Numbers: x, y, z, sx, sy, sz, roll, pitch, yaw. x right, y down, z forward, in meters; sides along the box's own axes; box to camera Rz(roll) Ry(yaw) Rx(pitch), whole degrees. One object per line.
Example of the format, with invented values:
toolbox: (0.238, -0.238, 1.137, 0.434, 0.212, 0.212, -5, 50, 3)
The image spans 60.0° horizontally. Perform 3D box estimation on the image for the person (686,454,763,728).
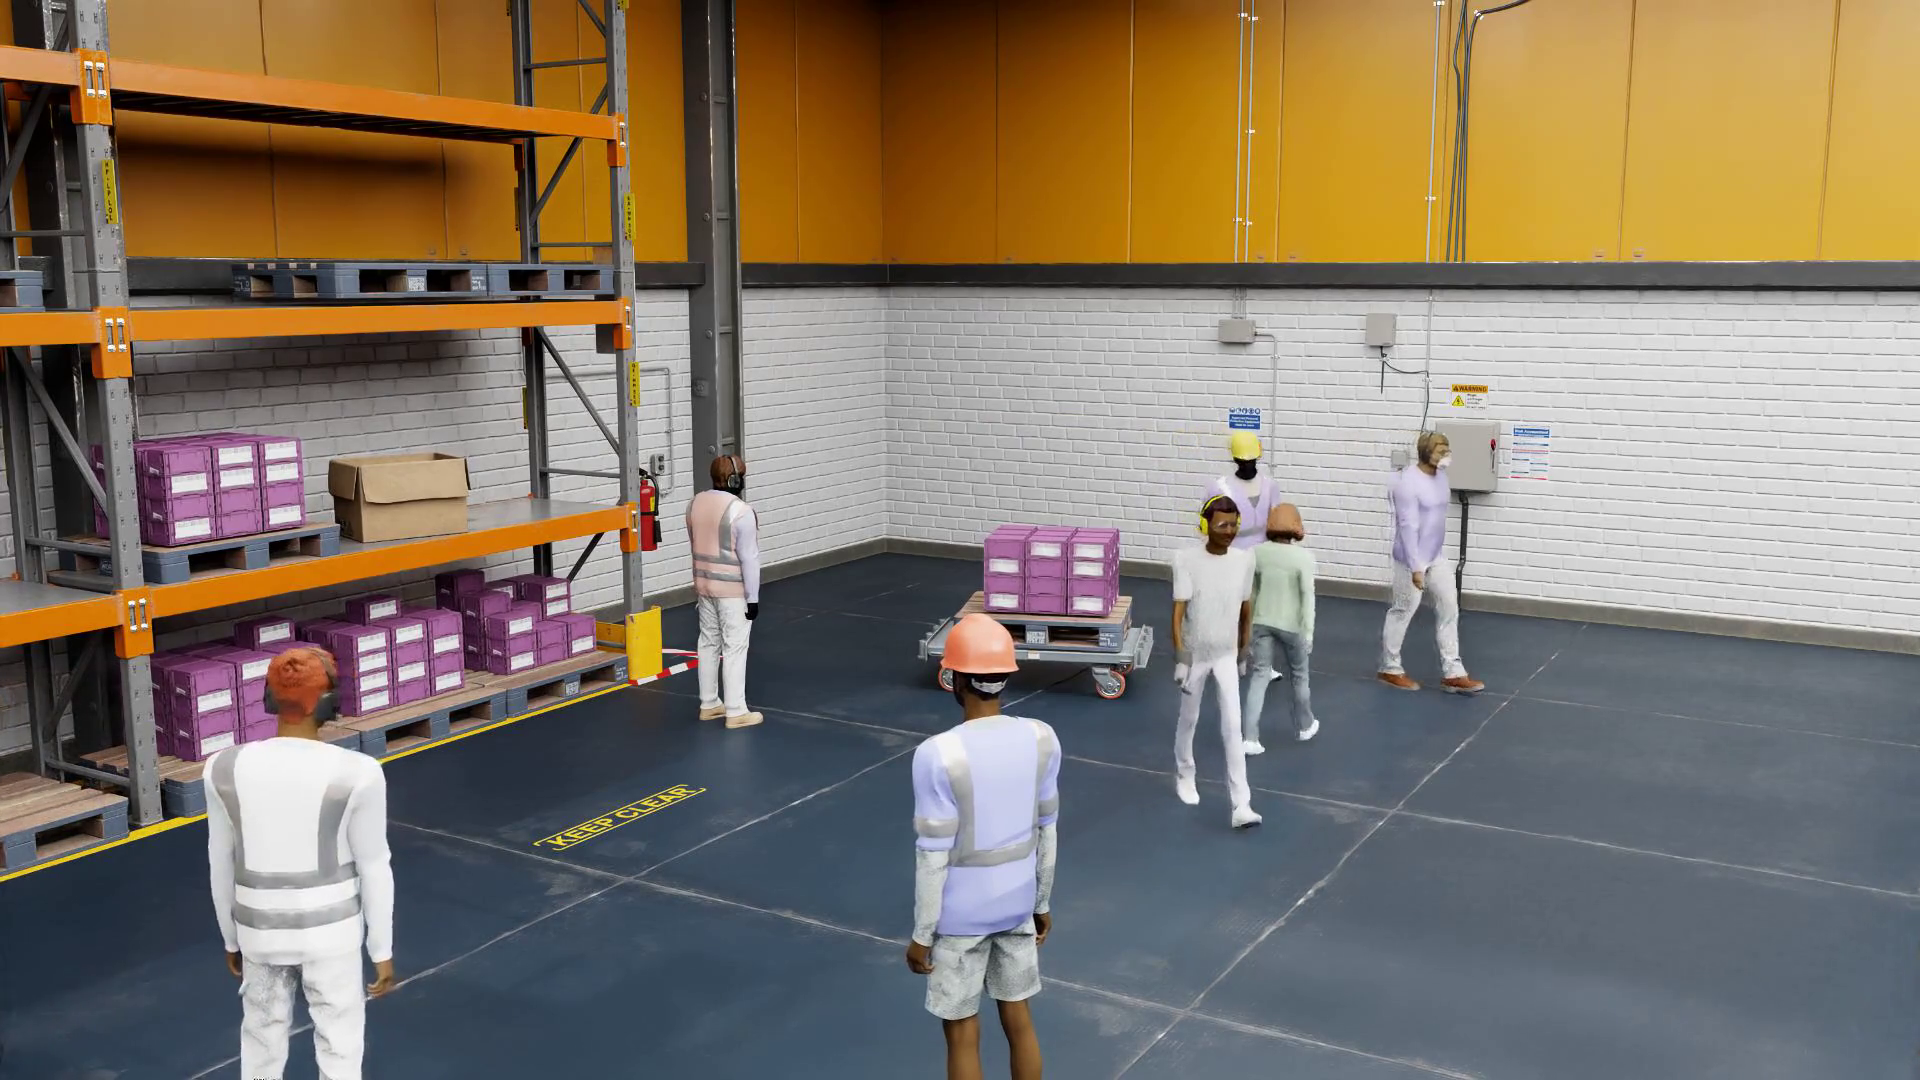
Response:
person: (-1.560, 0.339, 11.168, 0.619, 1.836, 0.430, 8, 12, 39)

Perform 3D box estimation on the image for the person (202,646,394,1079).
person: (-2.070, 1.264, 5.249, 0.573, 1.877, 0.354, 0, 9, -1)

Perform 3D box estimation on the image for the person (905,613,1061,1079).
person: (0.060, 1.198, 5.464, 0.553, 1.935, 0.362, -6, 11, -33)

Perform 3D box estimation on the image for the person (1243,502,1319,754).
person: (2.036, 0.555, 10.580, 0.518, 1.600, 0.835, 6, 11, 34)

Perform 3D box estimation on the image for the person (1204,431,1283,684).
person: (2.143, 0.116, 12.412, 0.604, 1.871, 1.006, -5, 10, -29)

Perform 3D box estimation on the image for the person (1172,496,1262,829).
person: (1.401, 0.659, 9.207, 0.516, 1.816, 0.997, -1, 9, -7)

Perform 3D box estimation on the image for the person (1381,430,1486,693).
person: (3.401, 0.182, 11.888, 0.644, 1.908, 0.856, -7, 12, -39)
